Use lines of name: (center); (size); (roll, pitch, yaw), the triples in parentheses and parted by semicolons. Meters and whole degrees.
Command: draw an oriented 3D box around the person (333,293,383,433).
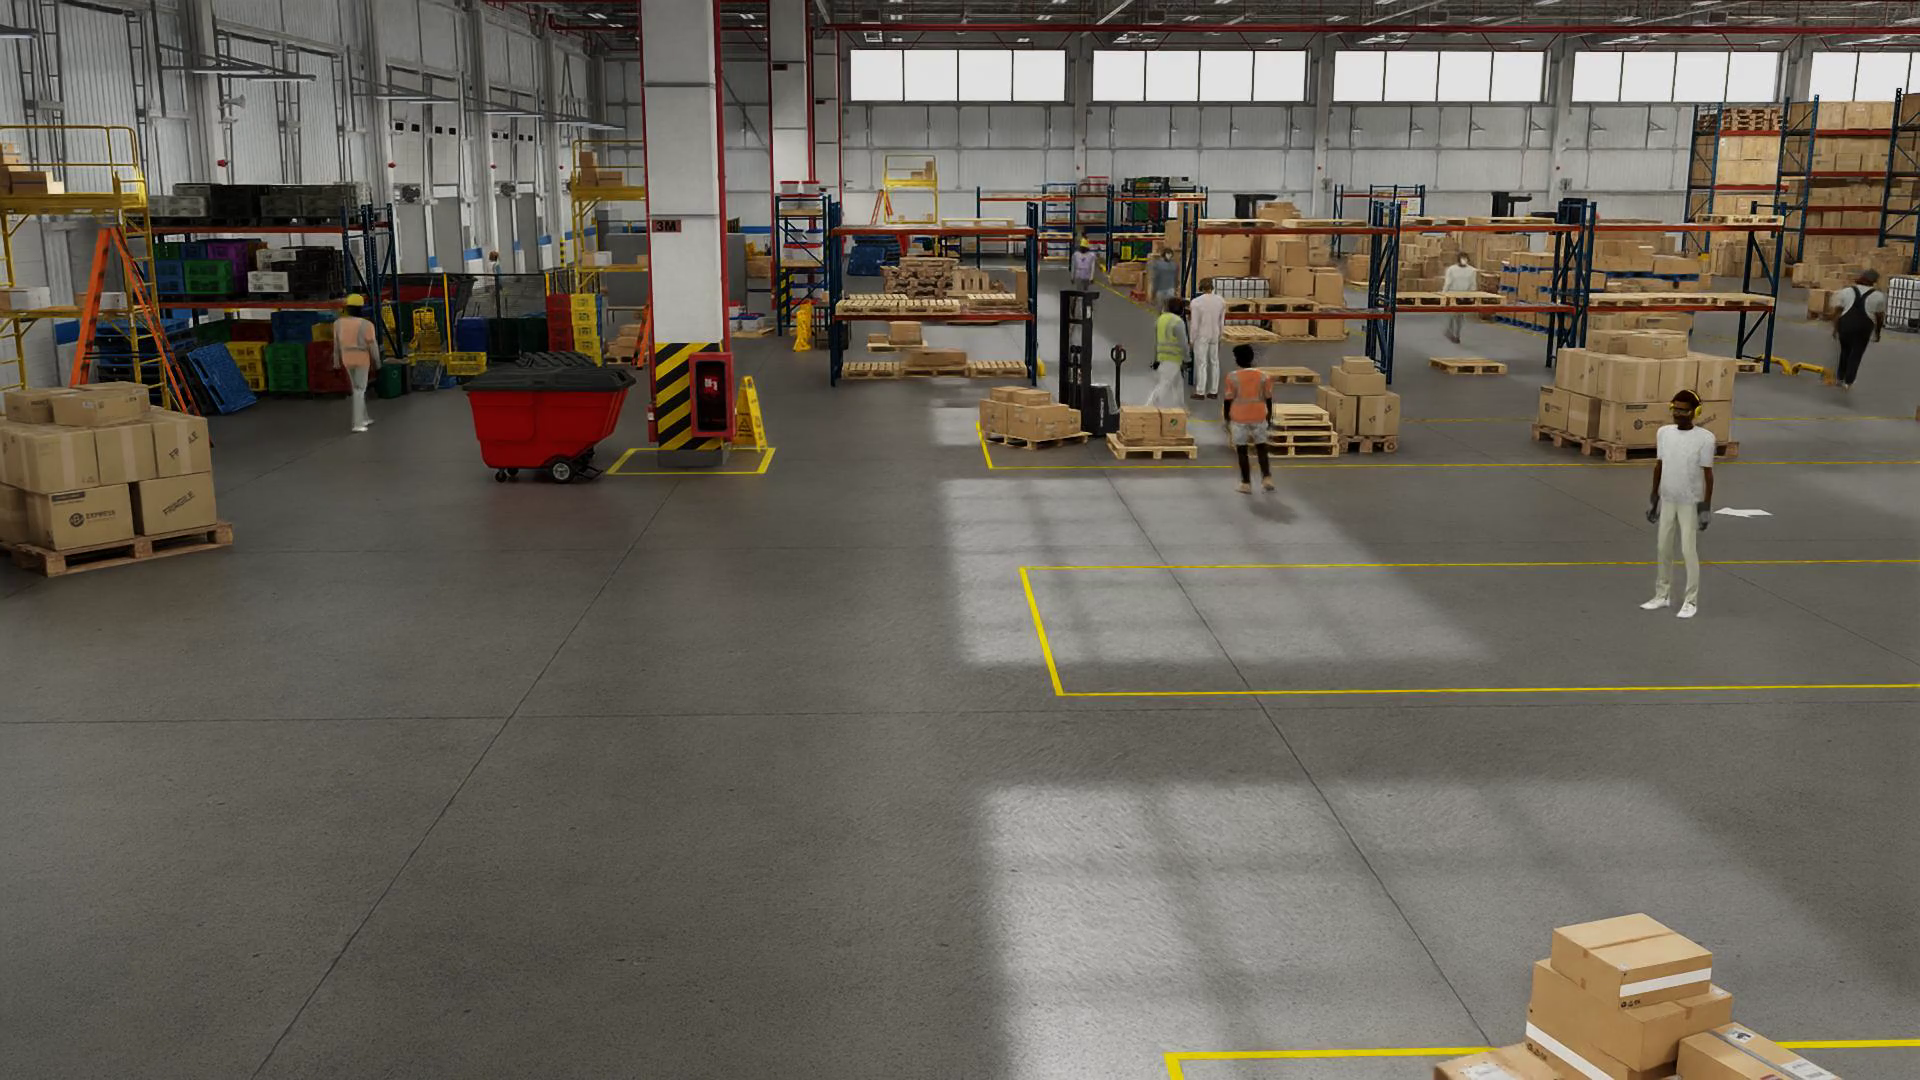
person: (-8.288, -2.461, 23.052); (0.623, 1.896, 0.828); (2, 13, 11)

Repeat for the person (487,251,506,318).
person: (-11.431, -6.267, 40.866); (0.523, 1.631, 0.323); (11, 17, 42)

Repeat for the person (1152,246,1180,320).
person: (4.624, -5.651, 37.447); (0.632, 1.920, 0.844); (0, 12, -1)

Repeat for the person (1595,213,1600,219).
person: (26.095, -12.423, 68.109); (0.633, 1.873, 0.741); (-5, 14, -23)

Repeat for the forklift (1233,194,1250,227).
forklift: (9.242, -9.986, 54.806); (1.873, 2.768, 1.129); (0, 12, -2)

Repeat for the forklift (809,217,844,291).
forklift: (-4.375, -8.619, 48.637); (1.873, 2.768, 1.129); (0, 12, -2)

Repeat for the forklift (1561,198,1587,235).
forklift: (17.204, -8.212, 46.797); (1.873, 2.768, 1.129); (0, 12, -2)

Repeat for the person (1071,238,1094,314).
person: (3.112, -6.725, 42.305); (0.601, 1.905, 0.673); (0, 12, -1)

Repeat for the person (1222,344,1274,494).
person: (3.198, -1.335, 18.481); (0.565, 1.676, 0.409); (-2, 13, -10)

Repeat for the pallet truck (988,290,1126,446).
pallet truck: (1.257, -2.299, 22.111); (1.885, 1.965, 0.823); (-9, 15, -35)

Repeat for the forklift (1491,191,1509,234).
forklift: (20.343, -11.776, 62.891); (1.873, 2.768, 1.129); (0, 12, -2)

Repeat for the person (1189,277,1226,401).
person: (3.866, -3.158, 26.137); (0.627, 1.934, 0.370); (-6, 14, -24)

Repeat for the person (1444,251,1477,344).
person: (10.430, -5.023, 34.585); (0.662, 1.913, 0.772); (0, 12, 1)

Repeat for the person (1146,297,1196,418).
person: (3.008, -2.603, 23.983); (0.941, 1.805, 0.606); (-4, 13, -16)

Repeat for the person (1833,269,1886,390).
person: (14.877, -3.515, 27.505); (0.714, 2.000, 0.780); (9, 16, 36)

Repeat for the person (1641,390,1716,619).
person: (5.808, -0.293, 13.399); (0.367, 1.856, 0.531); (-8, 15, -32)
